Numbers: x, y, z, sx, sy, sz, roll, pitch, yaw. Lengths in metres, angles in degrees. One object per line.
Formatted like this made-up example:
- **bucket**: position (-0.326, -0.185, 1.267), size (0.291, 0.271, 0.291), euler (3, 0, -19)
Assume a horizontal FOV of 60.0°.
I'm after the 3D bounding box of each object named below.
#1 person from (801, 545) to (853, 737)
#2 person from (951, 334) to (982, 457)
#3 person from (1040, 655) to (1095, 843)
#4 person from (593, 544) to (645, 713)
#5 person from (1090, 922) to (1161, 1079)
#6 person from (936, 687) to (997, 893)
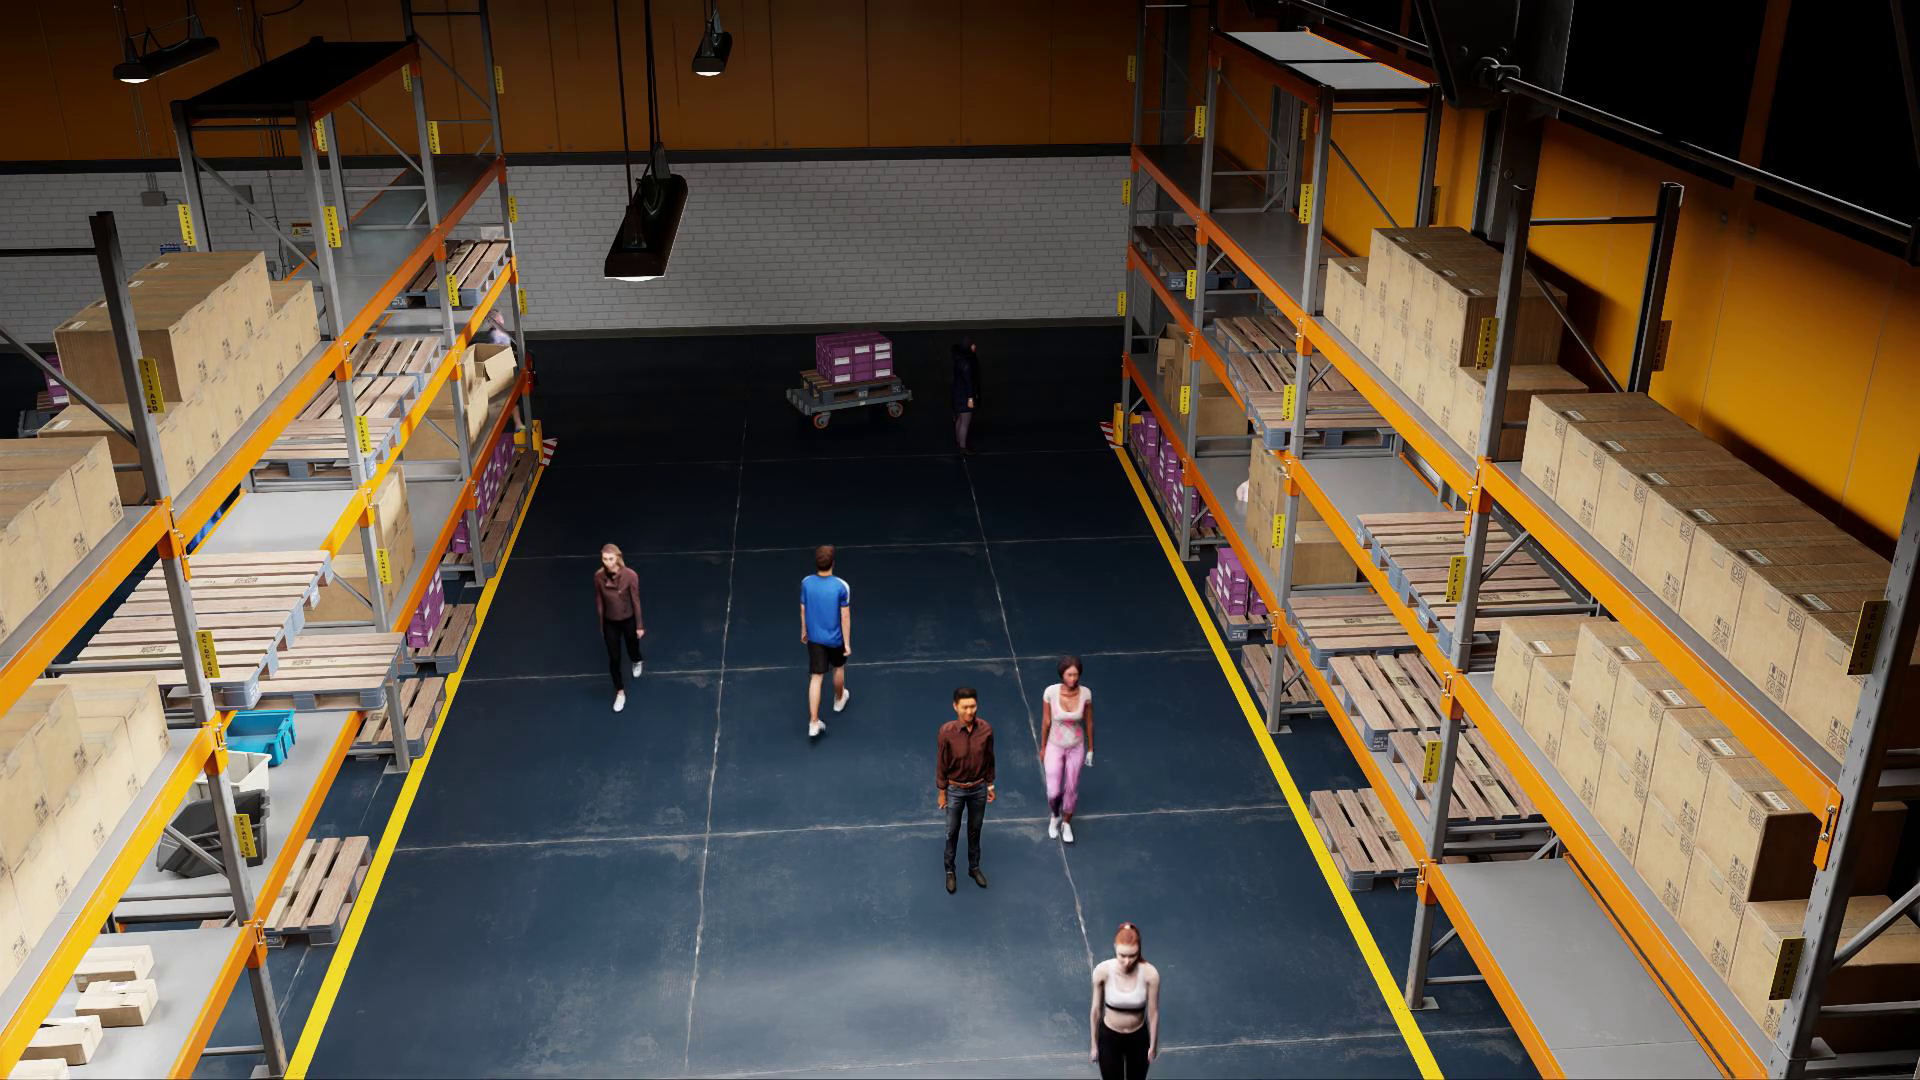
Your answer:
- **person**: position (-1.284, 0.957, 15.542), size (0.878, 1.825, 1.280), euler (4, 24, 9)
- **person**: position (0.068, -1.966, 22.417), size (0.752, 1.674, 0.606), euler (-5, 24, -10)
- **person**: position (0.874, 1.719, 13.918), size (0.593, 1.730, 0.581), euler (-1, 24, -3)
- **person**: position (-3.262, 0.783, 16.118), size (0.652, 1.682, 0.959), euler (0, 24, 0)
- **person**: position (1.045, 3.160, 10.625), size (0.698, 1.727, 0.985), euler (3, 24, 6)
- **person**: position (0.037, 1.969, 13.281), size (0.683, 1.783, 0.590), euler (-7, 24, -15)
